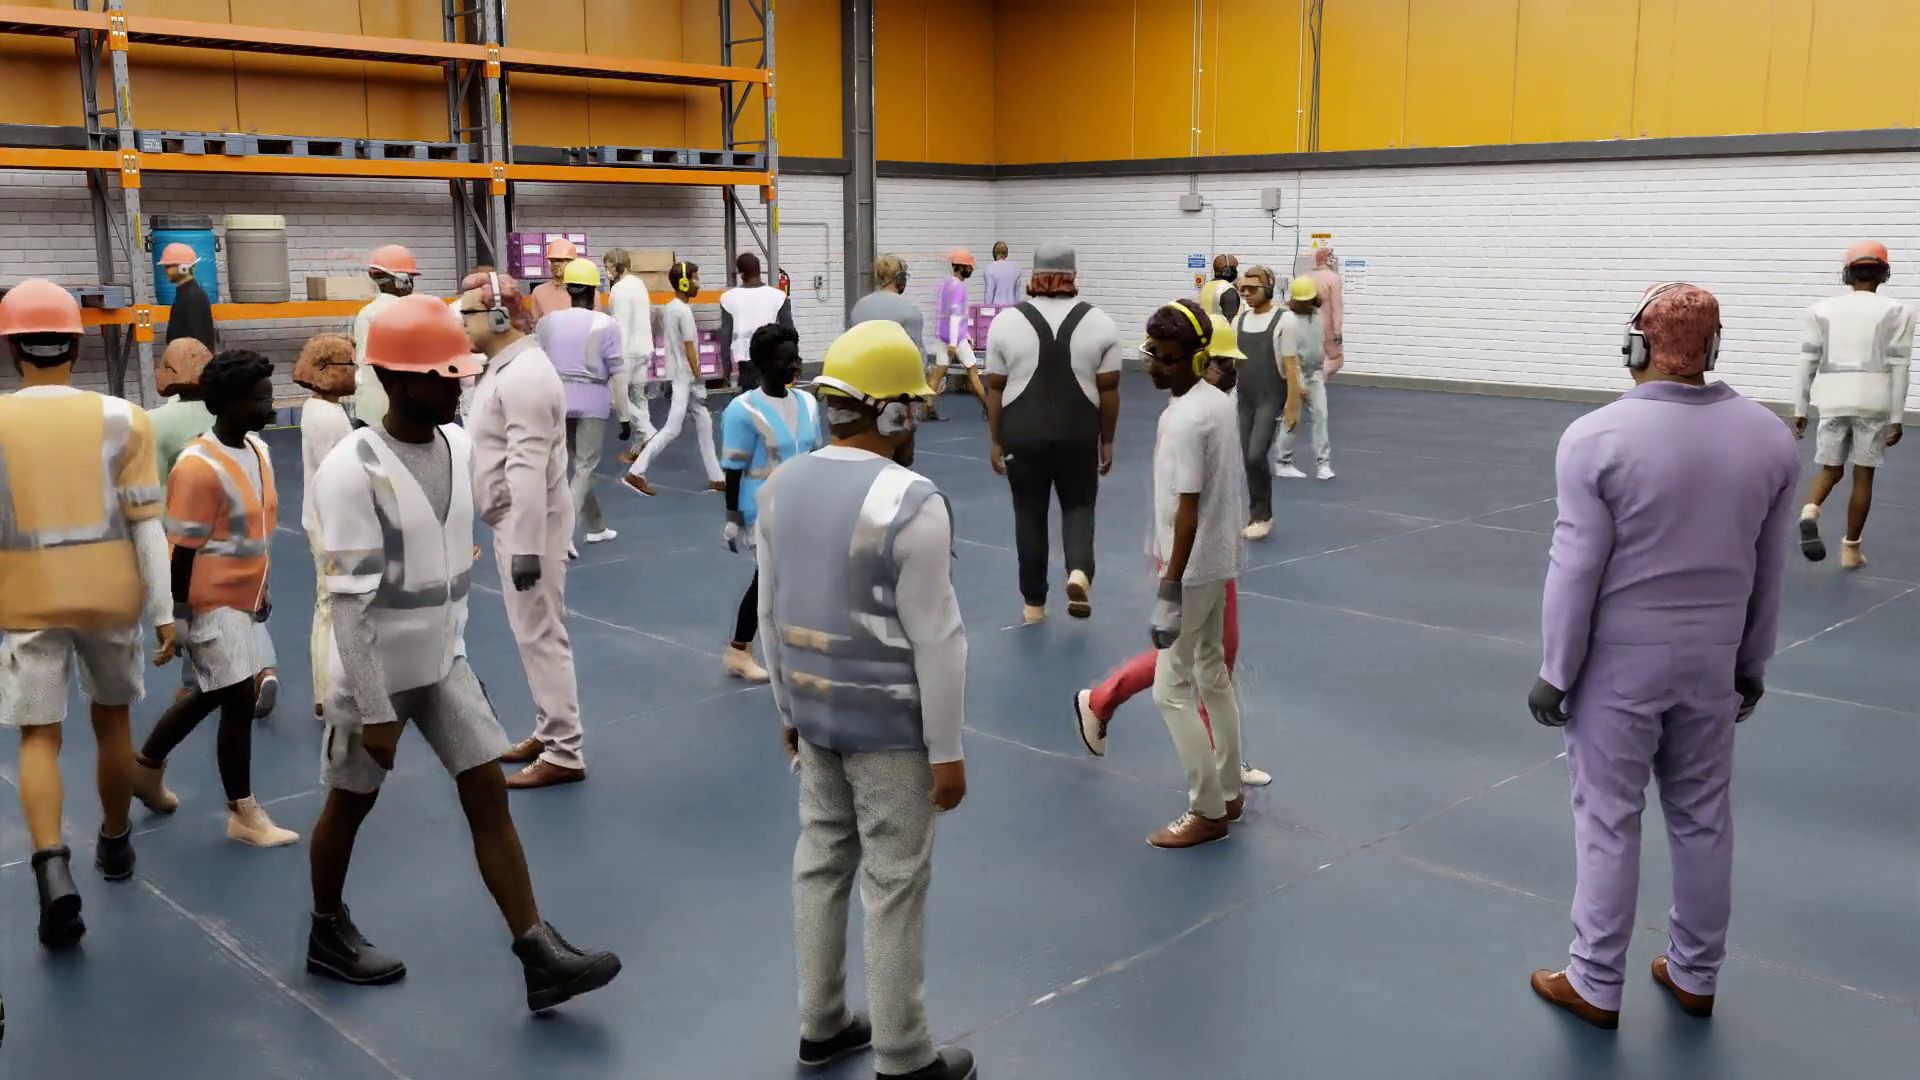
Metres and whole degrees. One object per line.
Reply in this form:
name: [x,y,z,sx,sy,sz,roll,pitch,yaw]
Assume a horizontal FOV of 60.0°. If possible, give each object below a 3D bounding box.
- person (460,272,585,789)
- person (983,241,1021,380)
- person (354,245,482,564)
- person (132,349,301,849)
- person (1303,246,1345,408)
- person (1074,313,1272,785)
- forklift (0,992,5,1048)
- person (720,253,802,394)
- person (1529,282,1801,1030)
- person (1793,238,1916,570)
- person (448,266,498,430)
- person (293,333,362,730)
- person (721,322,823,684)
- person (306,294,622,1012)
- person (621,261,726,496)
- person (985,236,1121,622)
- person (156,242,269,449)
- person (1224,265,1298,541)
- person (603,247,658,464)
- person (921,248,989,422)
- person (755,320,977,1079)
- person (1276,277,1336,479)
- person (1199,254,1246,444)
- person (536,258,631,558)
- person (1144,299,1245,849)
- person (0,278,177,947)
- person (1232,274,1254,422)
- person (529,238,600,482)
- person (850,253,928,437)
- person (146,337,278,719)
person: [-1.639,-0.035,6.172,0.404,1.891,0.646,-4,11,-21]
person: [0.575,-3.177,23.144,0.634,1.938,0.355,-8,13,-37]
person: [-3.285,-0.759,9.900,0.640,1.951,0.900,8,13,38]
person: [-2.571,0.197,5.527,0.702,1.669,0.551,0,10,2]
person: [4.212,-2.454,19.328,0.442,1.891,0.669,-6,12,-30]
person: [0.813,0.039,6.137,0.664,1.746,0.526,6,12,29]
forklift: [-3.245,0.323,3.363,2.313,2.155,1.214,2,11,13]
person: [-1.725,-1.530,14.360,0.629,1.853,0.965,1,10,5]
person: [1.765,0.301,4.271,0.651,1.906,0.403,-2,11,-10]
person: [5.310,-0.793,9.961,0.689,2.013,0.612,-10,14,-43]
person: [-3.818,-1.309,13.402,0.623,1.791,0.957,-3,11,-16]
person: [-2.546,-0.028,6.805,0.264,1.632,0.507,-5,11,-25]
person: [-0.775,-0.122,7.278,0.861,1.647,0.544,8,13,36]
person: [-1.376,0.317,4.273,1.017,1.869,0.560,5,11,25]
person: [-2.189,-1.244,12.956,0.967,1.825,0.532,-3,11,-17]
person: [0.469,-0.562,8.609,0.688,2.000,0.627,0,10,0]
person: [-6.250,-1.456,13.695,0.851,1.967,0.624,-7,13,-34]
person: [1.938,-0.889,10.968,0.498,1.825,0.535,-9,14,-40]
person: [-2.897,-1.610,14.653,0.466,1.915,0.673,1,10,8]
person: [0.042,-2.205,18.019,1.020,1.873,0.553,-3,11,-17]
person: [-0.204,0.408,3.896,0.599,1.827,0.404,10,14,42]
person: [2.863,-1.313,13.672,0.553,1.686,0.728,-6,12,-29]
person: [2.572,-1.860,16.237,0.429,1.842,0.626,-3,11,-18]
person: [-2.431,-0.844,10.590,0.601,1.889,0.954,3,11,18]
person: [0.802,0.108,5.560,0.322,1.823,0.769,5,11,24]
person: [-2.618,0.194,4.880,0.561,1.910,0.869,-6,12,-28]
person: [3.021,-1.995,17.591,0.524,1.615,0.701,-3,11,-17]
person: [-3.195,-1.432,13.473,0.611,1.997,0.375,2,11,10]
person: [-0.546,-0.991,11.333,0.646,1.914,0.773,9,14,42]
person: [-3.129,-0.042,6.959,0.765,1.605,0.507,10,14,44]
